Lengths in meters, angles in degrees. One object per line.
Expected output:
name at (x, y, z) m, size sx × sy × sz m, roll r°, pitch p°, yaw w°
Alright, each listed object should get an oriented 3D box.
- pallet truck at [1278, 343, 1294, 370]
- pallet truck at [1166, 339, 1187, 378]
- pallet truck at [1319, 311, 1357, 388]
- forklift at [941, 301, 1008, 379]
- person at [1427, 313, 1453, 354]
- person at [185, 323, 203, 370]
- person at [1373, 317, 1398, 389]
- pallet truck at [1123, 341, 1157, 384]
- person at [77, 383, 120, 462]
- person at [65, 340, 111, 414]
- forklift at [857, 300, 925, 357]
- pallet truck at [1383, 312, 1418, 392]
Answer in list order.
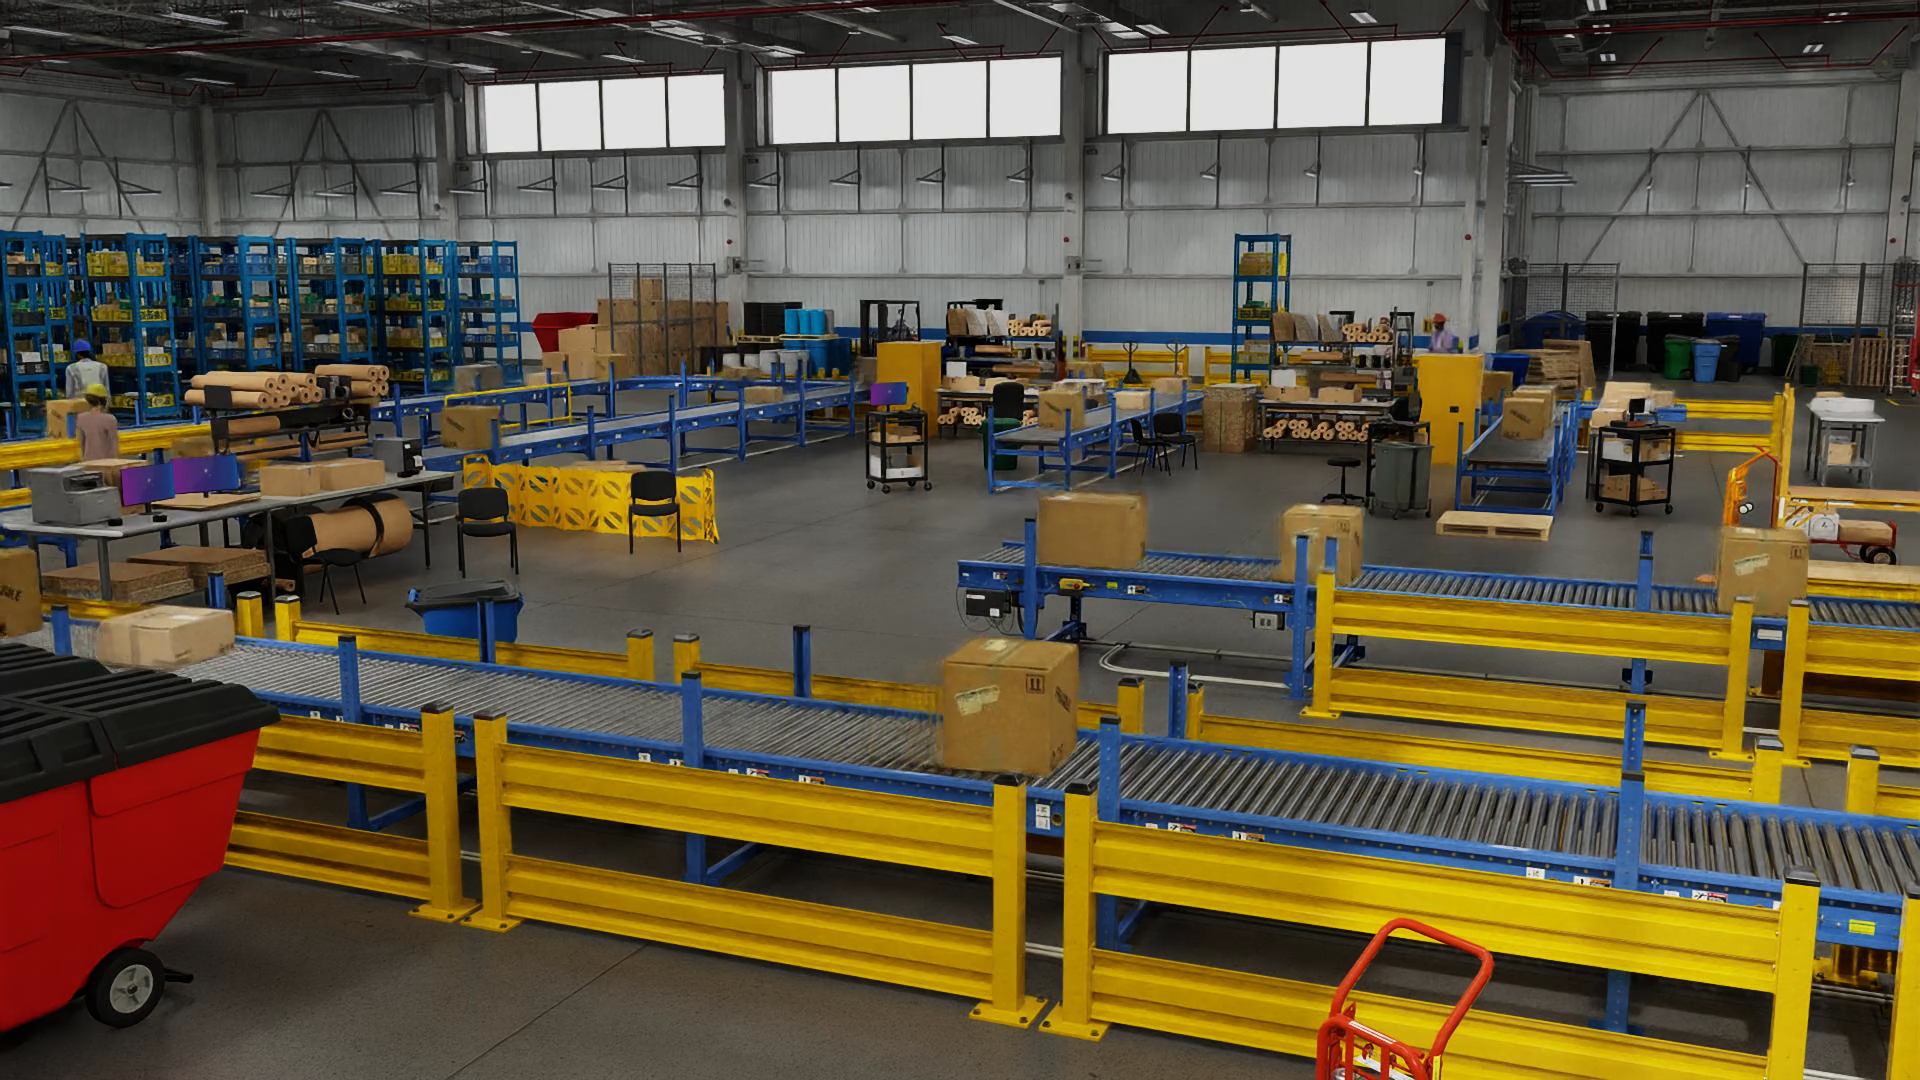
pallet truck at (7.886, -4.163, 39.743) m, size 0.653 × 1.274 × 1.630 m, roll 4°, pitch 10°, yaw 22°
pallet truck at (5.418, -4.269, 40.420) m, size 0.704 × 1.261 × 1.522 m, roll 3°, pitch 10°, yaw 20°
pallet truck at (9.071, -4.419, 39.190) m, size 0.823 × 1.965 × 1.885 m, roll 5°, pitch 10°, yaw 26°
forklift at (0.365, -4.966, 41.571) m, size 1.157 × 1.987 × 2.680 m, roll 3°, pitch 10°, yaw 20°
person at (10.228, -3.863, 35.802) m, size 1.009 × 1.993 × 0.643 m, roll -4°, pitch 10°, yaw -21°
person at (-17.895, -4.305, 39.002) m, size 0.563 × 1.837 × 0.381 m, roll -9°, pitch 13°, yaw -42°
person at (9.301, -3.941, 36.571) m, size 0.407 × 1.906 × 0.655 m, roll -5°, pitch 11°, yaw -29°
pallet truck at (4.445, -4.380, 41.279) m, size 0.680 × 1.201 × 1.601 m, roll 4°, pitch 10°, yaw 22°
person at (-9.507, -0.854, 18.334) m, size 0.528 × 1.753 × 0.504 m, roll 2°, pitch 10°, yaw 12°
person at (-13.039, -2.021, 24.882) m, size 0.436 × 1.935 × 0.621 m, roll 9°, pitch 13°, yaw 44°
forklift at (-1.732, -5.109, 42.468) m, size 1.157 × 1.987 × 2.680 m, roll 4°, pitch 10°, yaw 22°
pallet truck at (10.207, -4.283, 38.369) m, size 0.823 × 1.965 × 1.885 m, roll 3°, pitch 10°, yaw 20°
